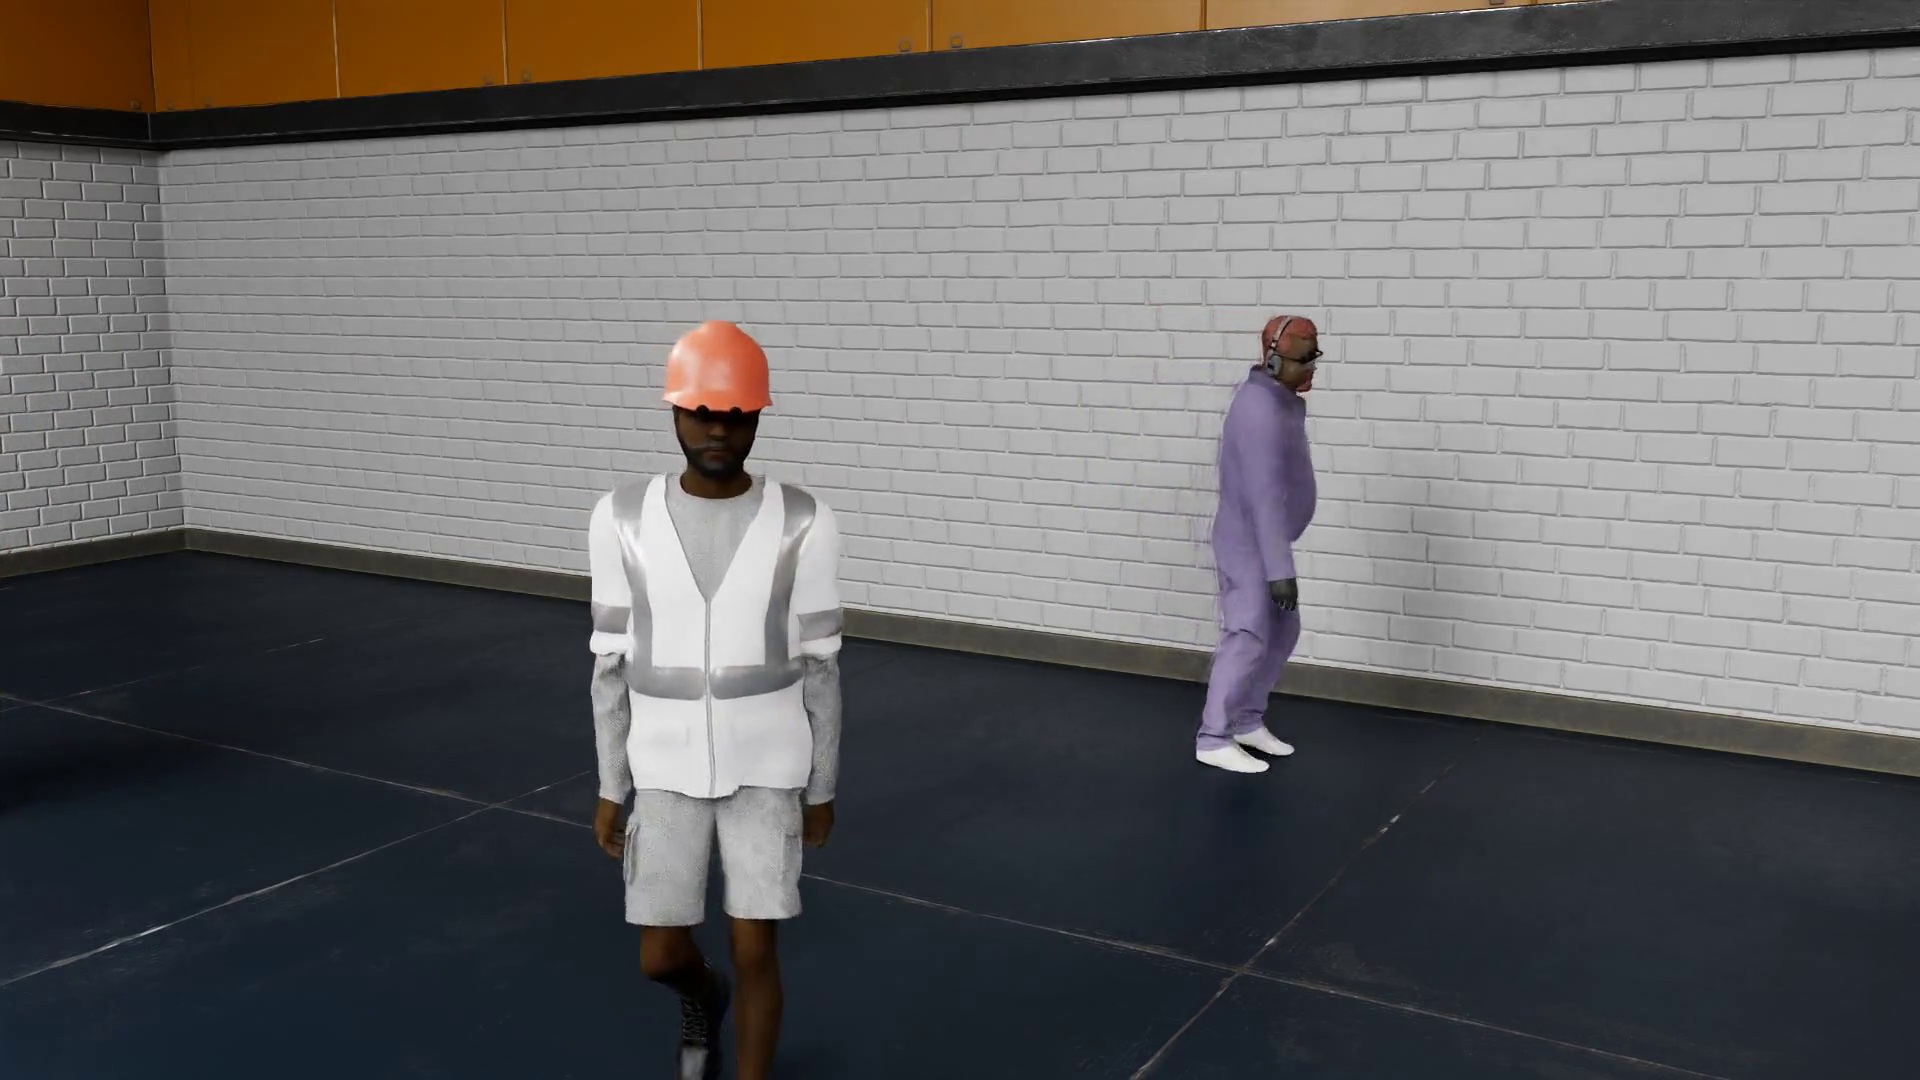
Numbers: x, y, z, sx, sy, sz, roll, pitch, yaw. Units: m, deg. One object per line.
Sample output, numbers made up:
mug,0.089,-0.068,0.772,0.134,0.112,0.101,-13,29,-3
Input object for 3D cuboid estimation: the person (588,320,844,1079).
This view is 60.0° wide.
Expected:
person,-0.525,0.478,3.681,0.550,1.927,0.565,0,9,-3

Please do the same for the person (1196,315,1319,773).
person,1.185,0.038,6.643,0.506,1.863,0.685,2,9,14
